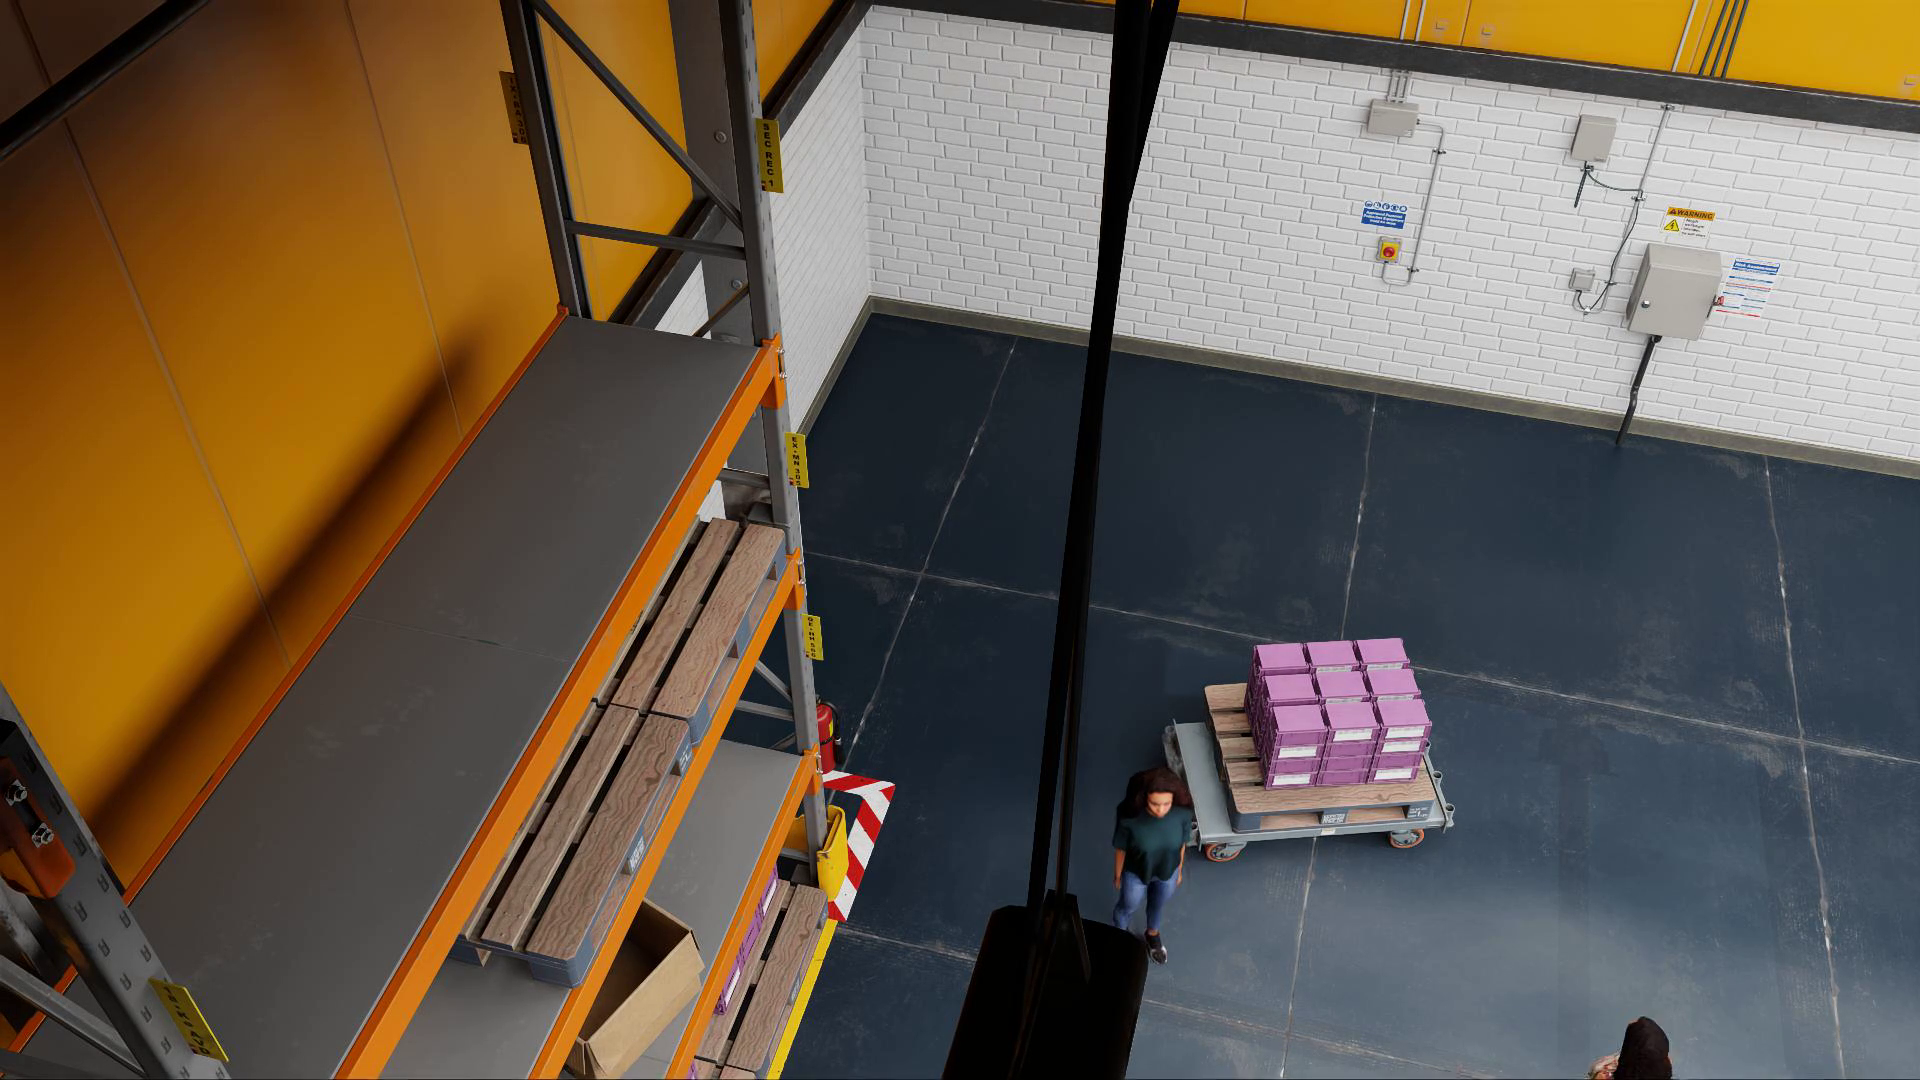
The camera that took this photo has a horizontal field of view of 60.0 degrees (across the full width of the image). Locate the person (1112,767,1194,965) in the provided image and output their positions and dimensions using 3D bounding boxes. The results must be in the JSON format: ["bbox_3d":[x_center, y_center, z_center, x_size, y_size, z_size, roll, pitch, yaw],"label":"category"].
[{"bbox_3d":[1.048,1.803,9.214,0.689,1.617,0.711,-5,44,-6],"label":"person"}]

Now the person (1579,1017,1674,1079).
[{"bbox_3d":[3.193,2.894,8.063,0.946,1.624,1.042,-17,46,-17],"label":"person"}]
